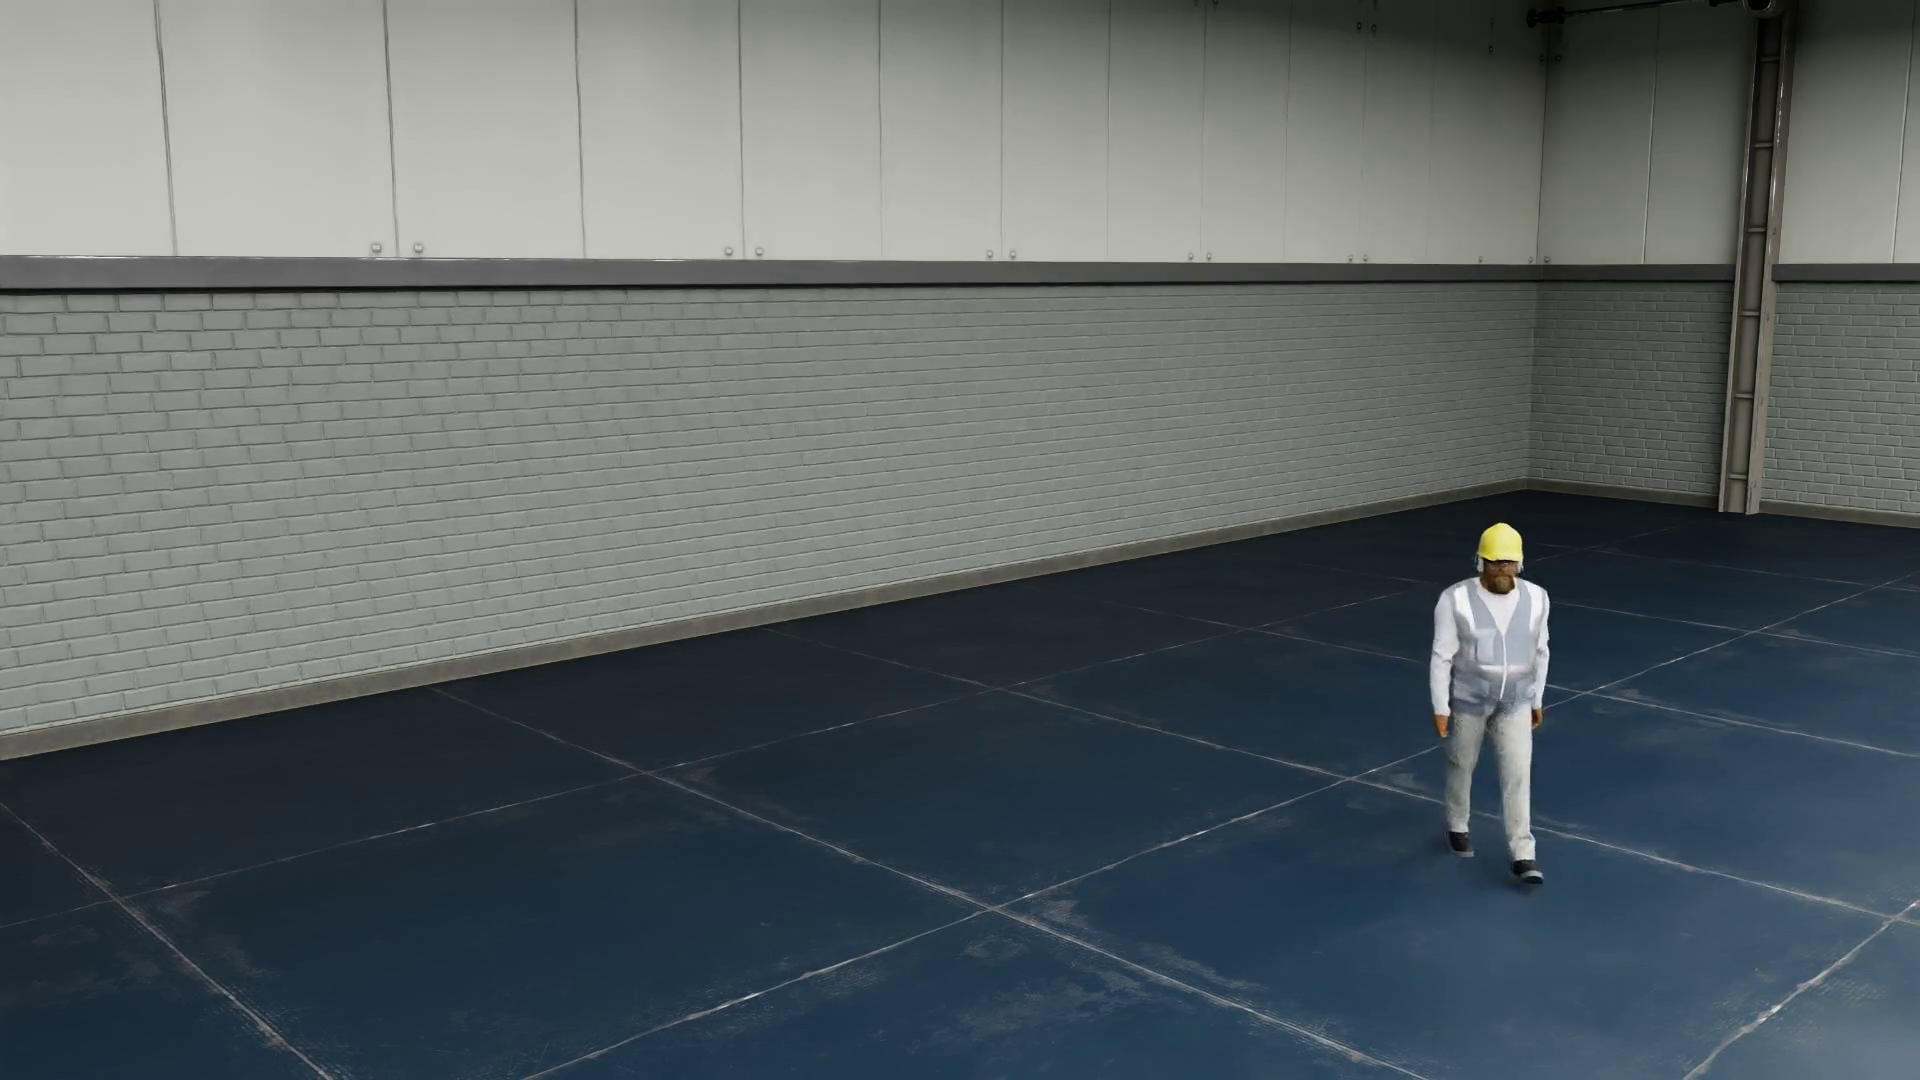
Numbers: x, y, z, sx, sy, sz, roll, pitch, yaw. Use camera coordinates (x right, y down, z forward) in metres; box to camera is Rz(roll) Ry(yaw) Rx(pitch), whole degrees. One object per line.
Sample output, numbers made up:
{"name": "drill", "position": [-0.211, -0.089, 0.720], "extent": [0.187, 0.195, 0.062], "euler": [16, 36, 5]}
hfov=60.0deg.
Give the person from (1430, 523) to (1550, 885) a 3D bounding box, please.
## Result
{"name": "person", "position": [2.670, 0.808, 8.341], "extent": [0.624, 1.783, 0.909], "euler": [0, 9, 1]}
